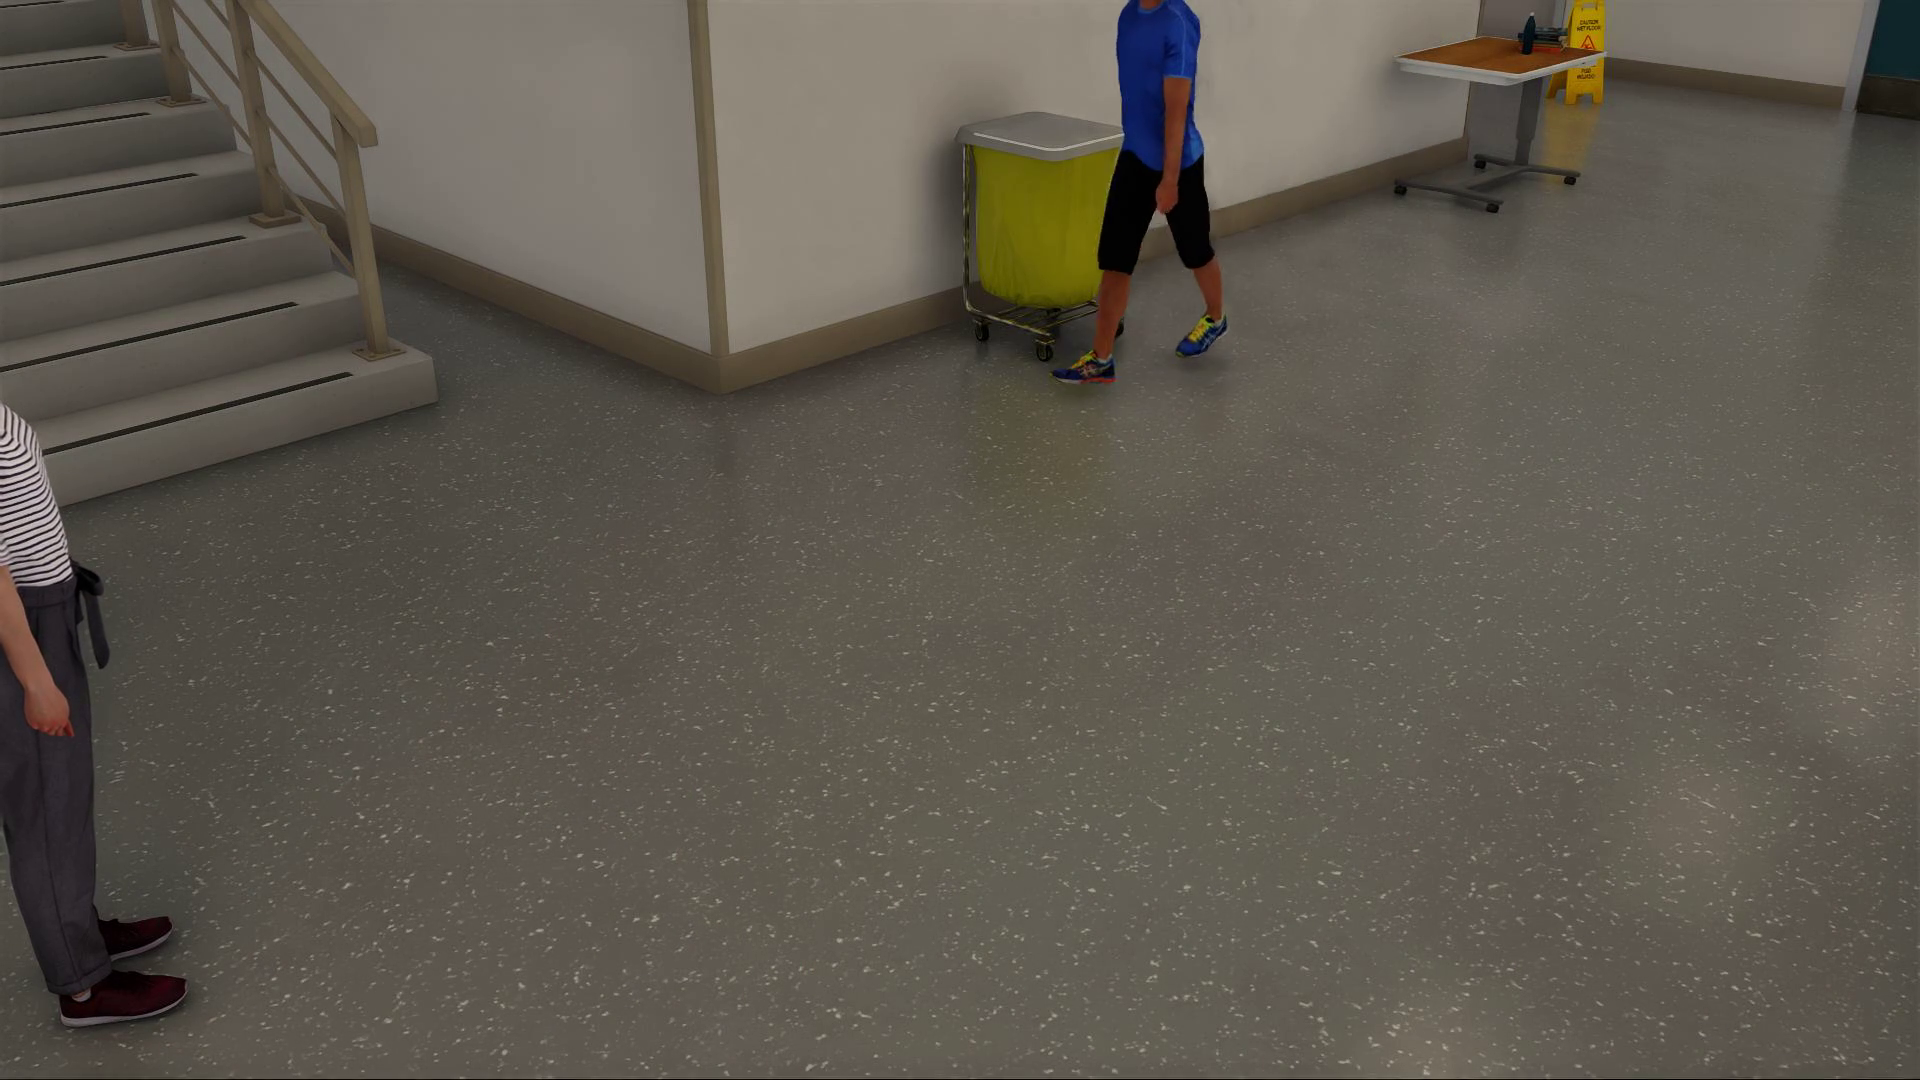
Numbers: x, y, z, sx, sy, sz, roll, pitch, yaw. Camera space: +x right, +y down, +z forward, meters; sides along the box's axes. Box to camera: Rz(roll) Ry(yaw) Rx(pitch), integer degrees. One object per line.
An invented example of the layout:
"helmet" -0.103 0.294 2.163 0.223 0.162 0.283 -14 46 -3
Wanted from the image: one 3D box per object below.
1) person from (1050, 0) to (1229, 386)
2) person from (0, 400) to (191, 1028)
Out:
"person" 0.893 -1.545 6.851 0.833 1.817 1.204 -18 31 -33
"person" -1.898 0.205 3.317 0.719 1.734 0.555 -13 29 -26
